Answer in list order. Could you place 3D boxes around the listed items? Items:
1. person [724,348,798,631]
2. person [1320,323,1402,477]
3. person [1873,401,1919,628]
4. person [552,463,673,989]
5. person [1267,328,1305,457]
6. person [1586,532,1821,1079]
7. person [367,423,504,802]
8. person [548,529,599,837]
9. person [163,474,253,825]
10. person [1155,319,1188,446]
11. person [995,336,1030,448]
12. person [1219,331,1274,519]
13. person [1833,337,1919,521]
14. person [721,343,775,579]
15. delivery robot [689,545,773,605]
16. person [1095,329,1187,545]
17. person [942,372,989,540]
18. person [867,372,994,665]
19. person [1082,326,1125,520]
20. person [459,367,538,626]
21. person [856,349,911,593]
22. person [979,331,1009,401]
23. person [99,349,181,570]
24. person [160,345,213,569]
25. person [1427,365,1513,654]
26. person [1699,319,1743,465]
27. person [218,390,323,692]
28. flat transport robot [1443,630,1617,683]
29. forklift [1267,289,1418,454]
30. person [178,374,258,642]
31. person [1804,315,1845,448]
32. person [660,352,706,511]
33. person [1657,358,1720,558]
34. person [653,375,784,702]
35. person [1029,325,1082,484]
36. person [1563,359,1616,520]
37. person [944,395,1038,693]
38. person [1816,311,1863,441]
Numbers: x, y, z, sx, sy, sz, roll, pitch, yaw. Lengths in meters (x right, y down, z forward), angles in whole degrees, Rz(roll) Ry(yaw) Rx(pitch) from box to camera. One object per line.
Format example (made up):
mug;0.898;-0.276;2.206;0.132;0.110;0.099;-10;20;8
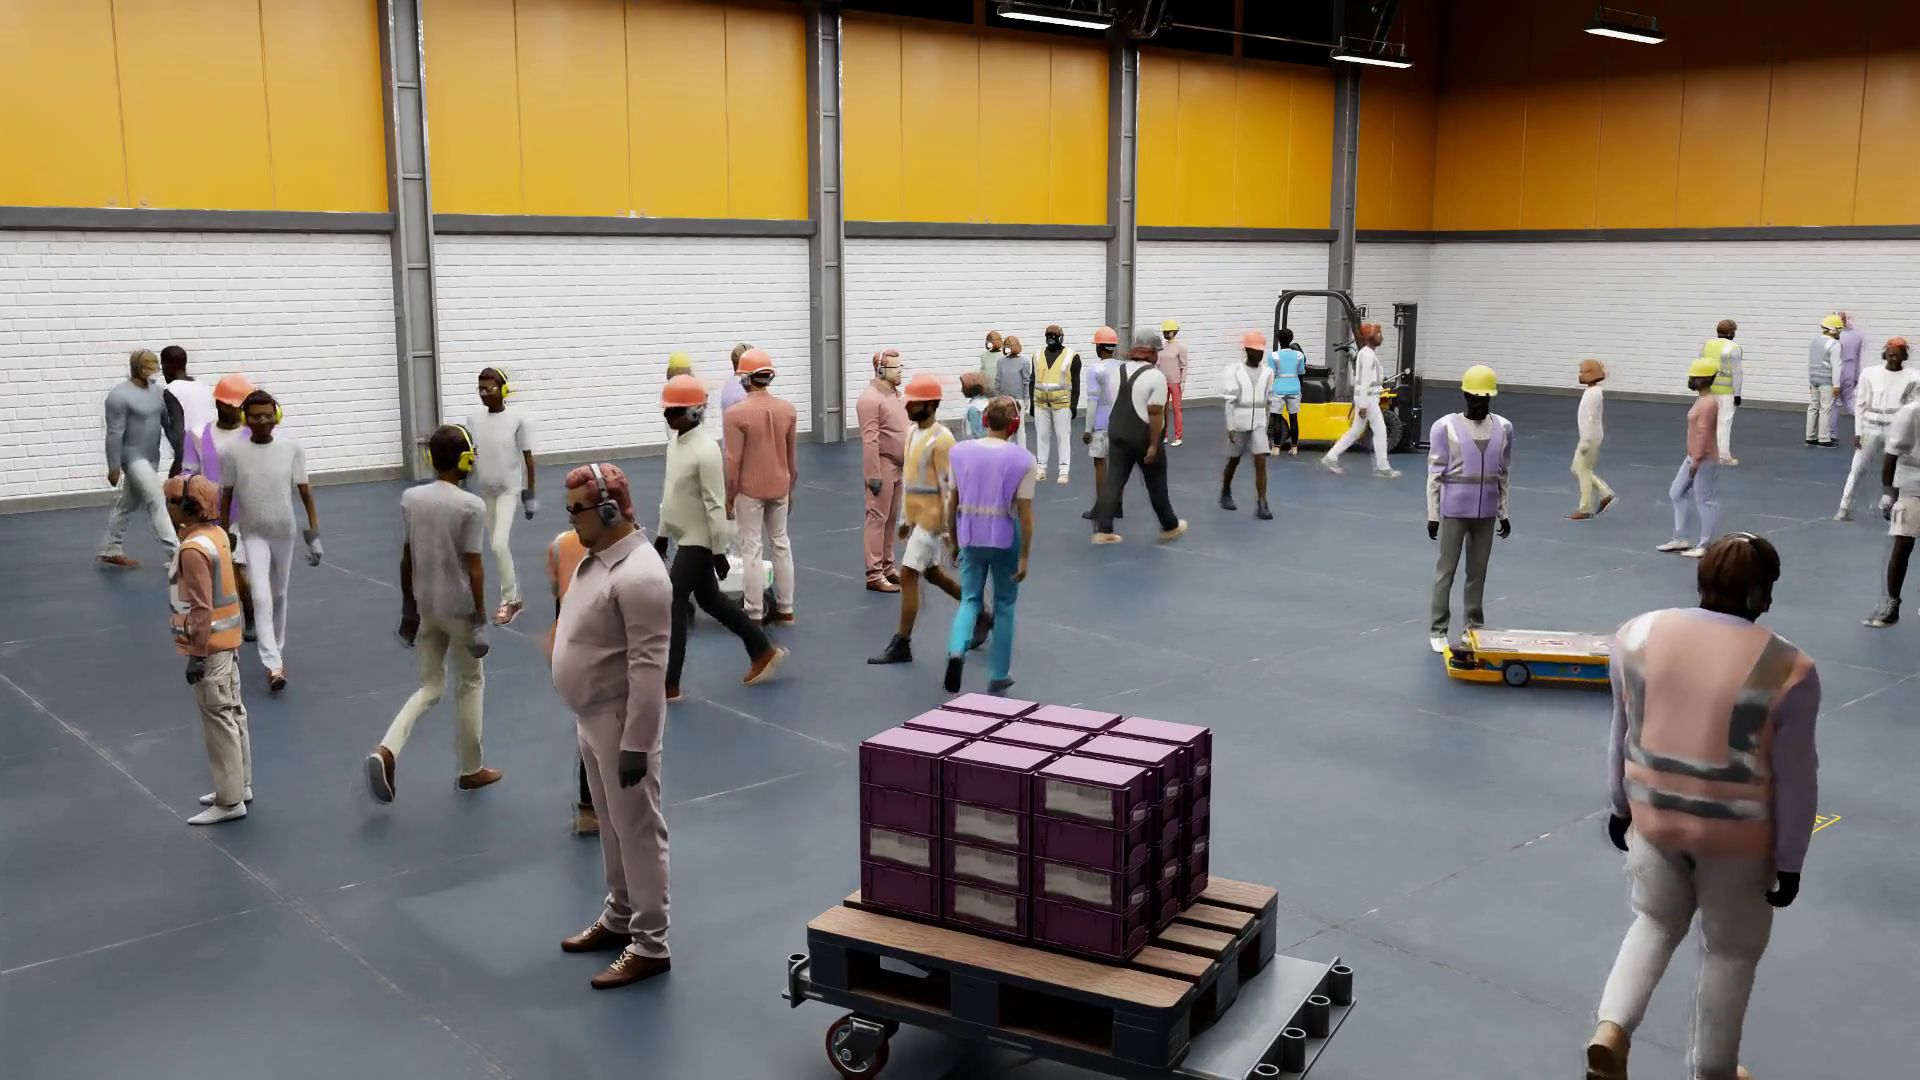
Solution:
person;-1.414;-0.352;11.732;0.615;1.993;0.388;-9;13;-42
person;4.809;-1.670;19.898;0.926;1.851;0.585;2;10;9
person;6.905;-0.337;11.855;0.894;1.933;0.413;-2;10;-13
person;-1.273;0.664;6.068;0.407;1.902;0.639;-5;11;-27
person;4.275;-1.937;21.893;0.532;1.694;0.319;-2;10;-12
person;2.219;0.882;5.013;0.584;1.823;0.641;-9;13;-41
person;-2.538;0.370;8.000;0.527;1.838;0.728;4;11;24
person;-1.609;0.510;7.608;0.552;1.668;0.505;8;12;38
person;-3.508;0.504;7.763;0.311;1.638;0.523;-2;10;-13
person;2.913;-2.187;23.146;0.533;1.768;0.311;9;13;41
person;0.661;-1.779;21.145;0.508;1.632;0.264;6;11;32
person;2.921;-1.191;16.973;0.549;1.899;0.971;-2;10;-11
person;9.052;-1.051;16.268;0.693;1.868;0.457;7;12;35
person;-1.746;-0.632;13.540;0.362;1.938;0.635;-4;10;-20
delivery robot;-1.704;0.281;11.965;0.707;0.478;0.477;-2;10;-9
person;1.652;-0.981;15.283;1.030;2.000;0.691;-9;13;-43
person;0.156;-0.752;15.273;0.892;1.576;0.539;3;10;19
person;-0.154;-0.154;10.860;0.932;1.912;0.549;-4;10;-22
person;1.449;-1.144;16.653;0.542;1.899;0.357;-7;12;-37
person;-3.360;-0.311;11.945;0.532;1.848;0.677;4;10;20
person;-0.566;-0.552;13.163;0.407;1.910;0.639;3;10;18
person;0.469;-1.995;22.411;0.502;1.632;0.279;7;12;36
person;-6.777;-0.646;13.843;1.059;1.877;0.649;1;10;6
person;-6.515;-0.703;14.096;0.503;1.899;0.619;1;10;5
person;3.392;-0.199;11.043;0.594;1.922;0.385;-2;10;-12
person;9.651;-1.868;21.060;0.429;1.841;0.633;-4;10;-21
person;-4.186;0.005;10.133;0.556;1.822;0.944;-6;11;-32
flat transport robot;3.786;0.736;10.406;1.431;0.197;0.652;2;10;12
forklift;5.034;-2.339;22.783;2.313;2.155;1.214;3;10;16
person;-4.829;-0.172;11.052;0.566;1.887;0.988;-1;10;-5
person;11.926;-2.177;22.901;0.404;1.827;0.600;-1;10;-9
person;-2.707;-0.994;16.383;0.486;1.691;0.956;-5;11;-27
person;6.380;-0.716;14.569;0.585;1.749;0.552;3;10;17
person;-1.513;-0.023;9.946;0.972;1.957;0.618;-4;11;-24
person;1.083;-1.572;19.326;0.621;1.845;0.429;4;11;23
person;6.297;-0.993;16.596;0.398;1.620;0.500;3;10;20
person;0.166;0.049;9.907;0.588;1.816;0.656;3;10;19
person;12.476;-2.295;23.473;0.649;1.876;0.714;-4;10;-21
